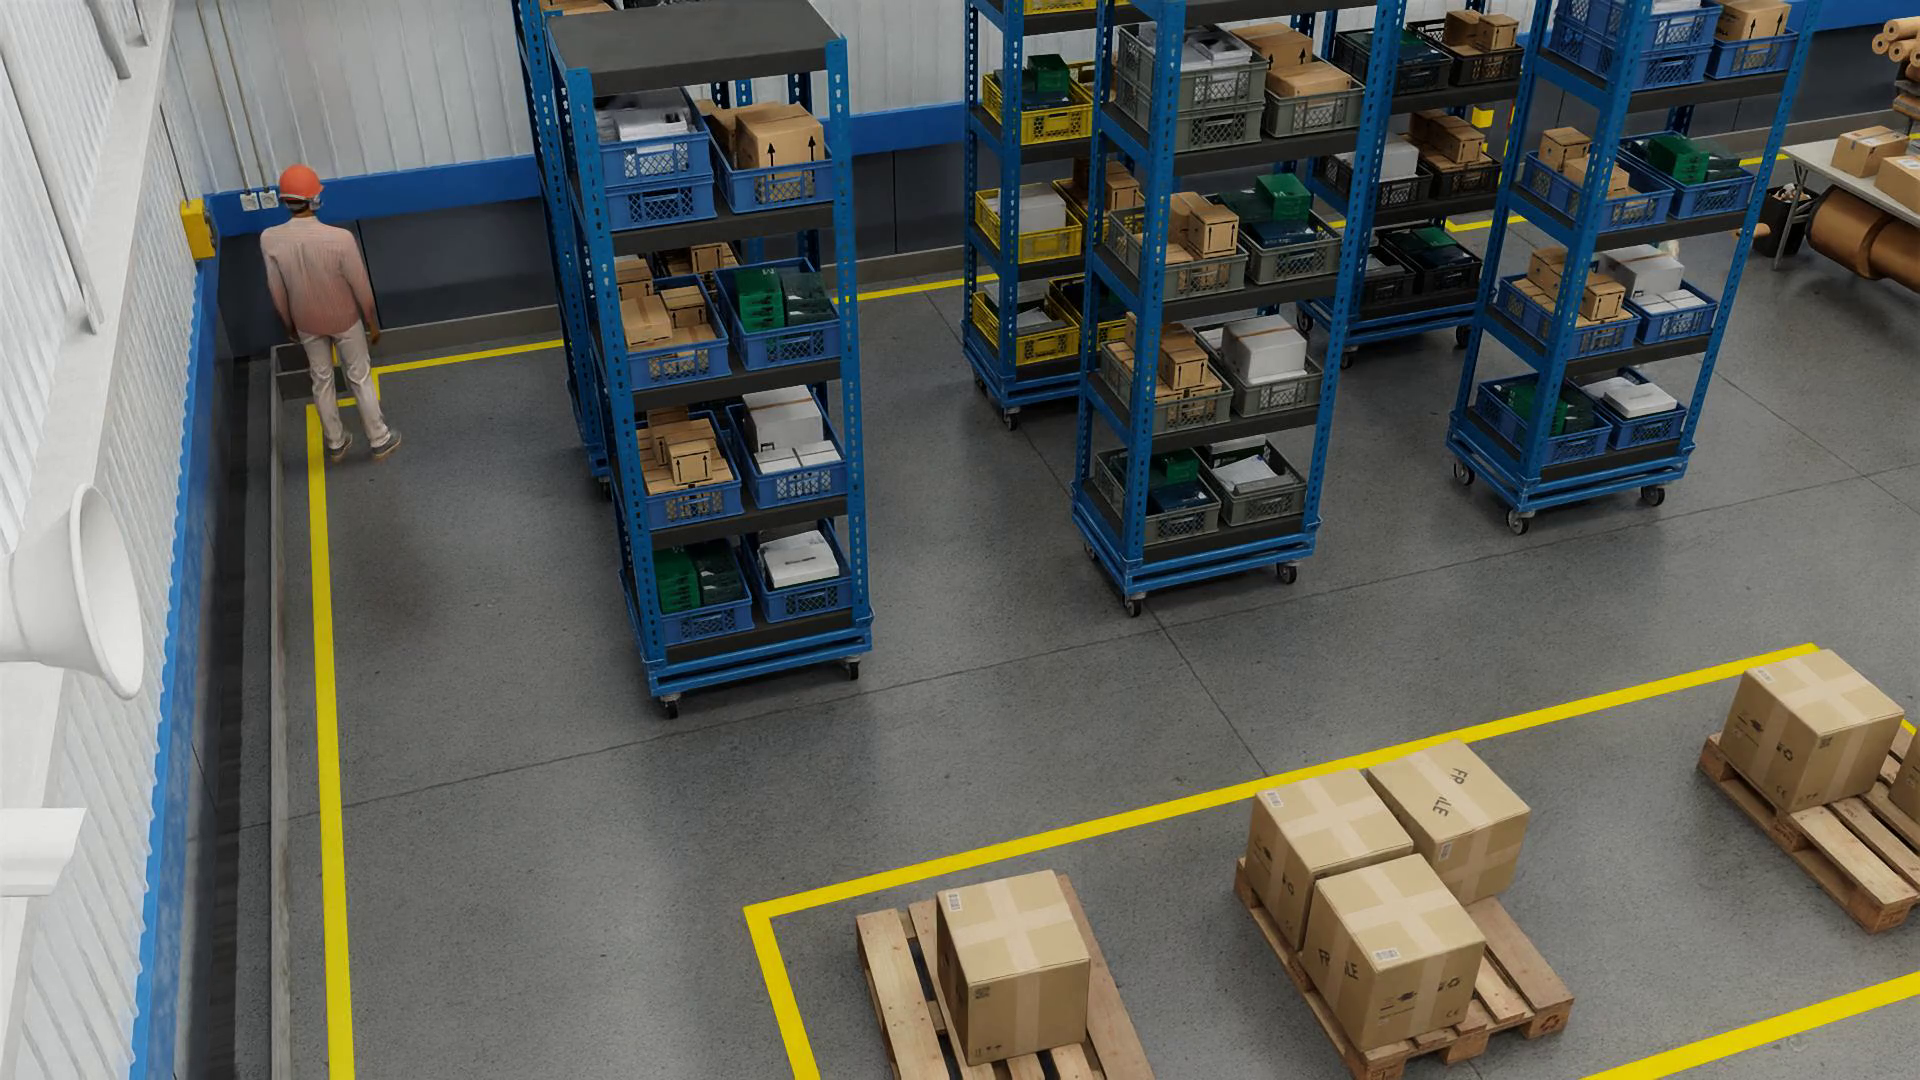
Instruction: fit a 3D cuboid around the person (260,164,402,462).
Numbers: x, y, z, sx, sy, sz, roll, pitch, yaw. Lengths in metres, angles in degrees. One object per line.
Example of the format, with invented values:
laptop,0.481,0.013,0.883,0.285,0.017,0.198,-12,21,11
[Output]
person,-4.002,-1.418,10.560,0.623,1.989,0.399,0,35,0
